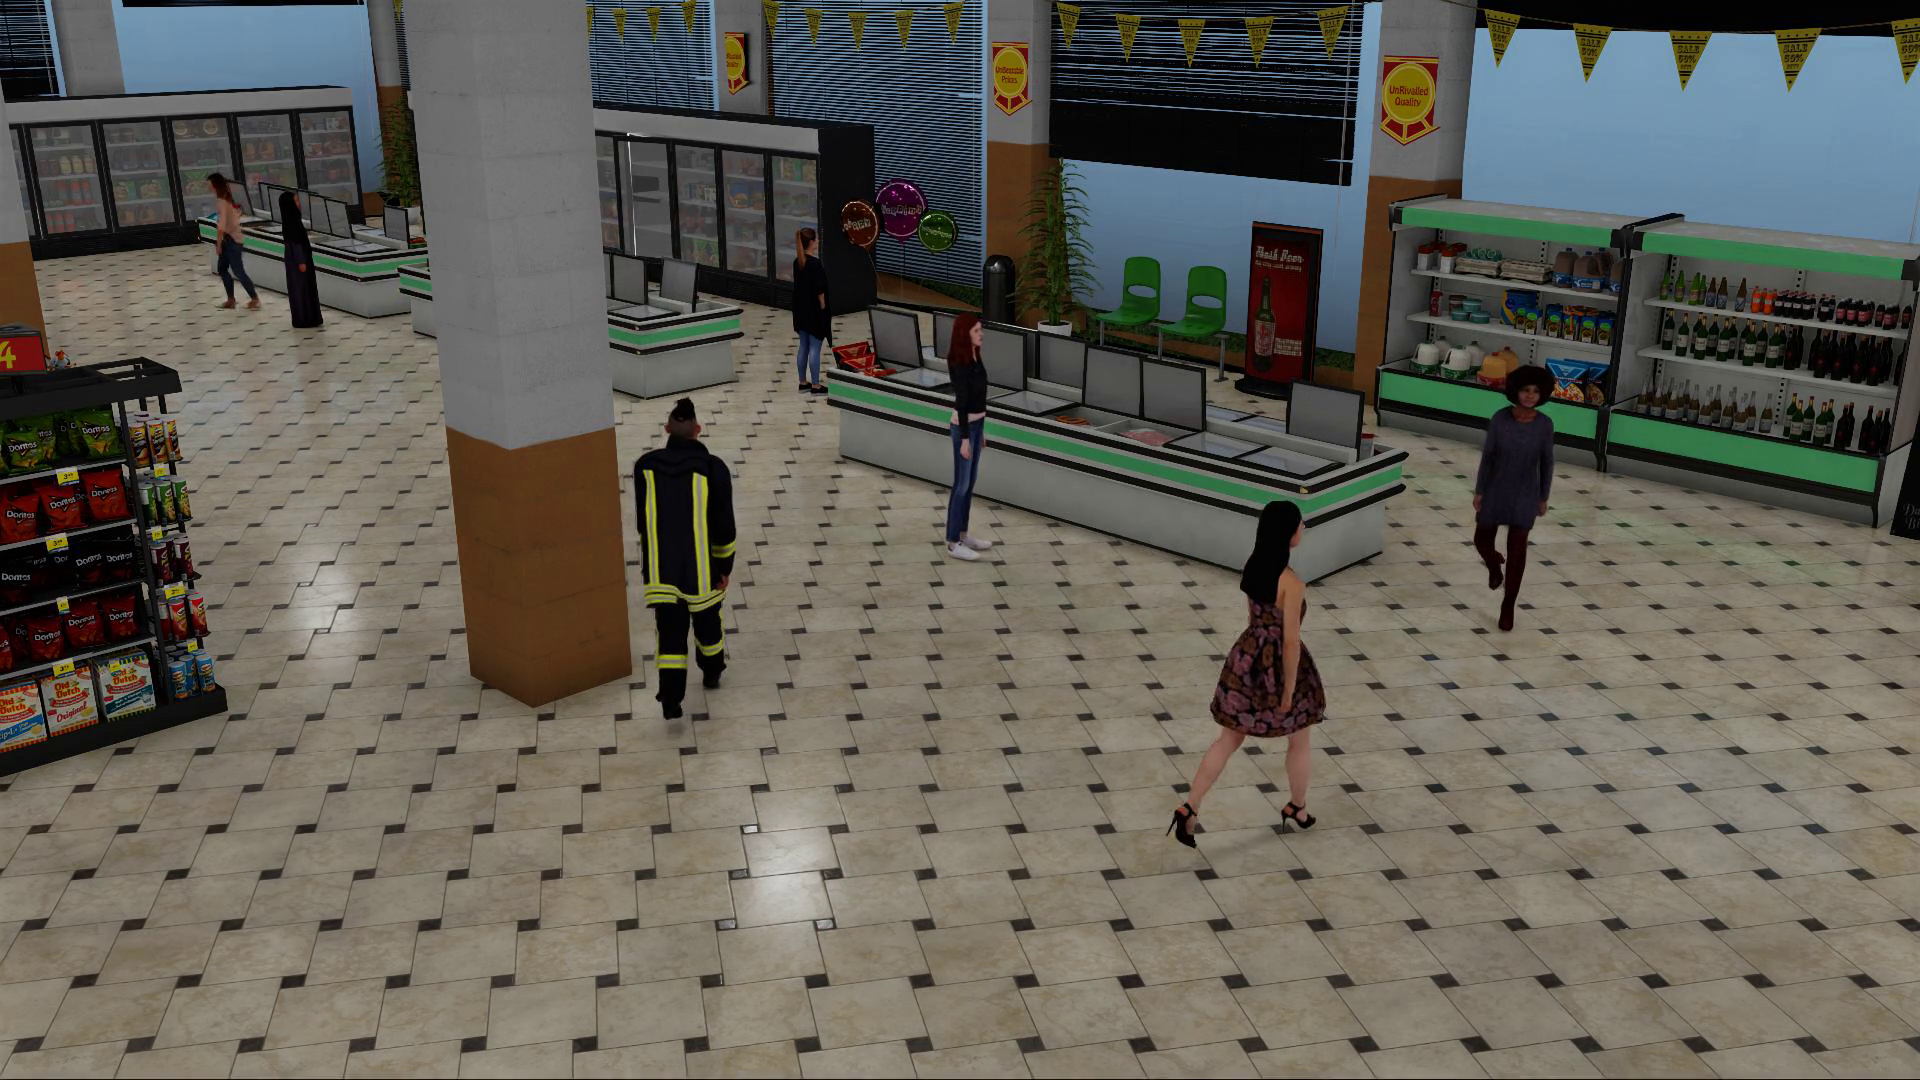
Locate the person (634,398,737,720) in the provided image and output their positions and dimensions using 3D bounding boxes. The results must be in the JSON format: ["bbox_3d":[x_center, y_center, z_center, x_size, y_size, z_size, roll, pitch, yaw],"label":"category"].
[{"bbox_3d":[-1.568,0.135,9.287,1.186,1.824,1.262,0,19,-1],"label":"person"}]

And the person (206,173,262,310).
[{"bbox_3d":[-9.082,-3.724,20.883,0.885,1.728,0.845,-3,19,-10],"label":"person"}]

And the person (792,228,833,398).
[{"bbox_3d":[-1.511,-2.294,16.711,0.699,1.684,0.510,-15,24,-38],"label":"person"}]

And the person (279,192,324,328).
[{"bbox_3d":[-7.989,-3.389,20.066,0.739,1.615,0.638,-8,20,-23],"label":"person"}]

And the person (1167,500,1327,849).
[{"bbox_3d":[1.371,0.682,7.800,0.823,1.738,1.127,-13,22,-33],"label":"person"}]

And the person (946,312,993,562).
[{"bbox_3d":[0.057,-0.754,11.982,0.659,1.787,0.656,6,20,17],"label":"person"}]

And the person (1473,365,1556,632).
[{"bbox_3d":[3.558,-0.298,10.772,0.936,1.695,0.903,7,20,19],"label":"person"}]
